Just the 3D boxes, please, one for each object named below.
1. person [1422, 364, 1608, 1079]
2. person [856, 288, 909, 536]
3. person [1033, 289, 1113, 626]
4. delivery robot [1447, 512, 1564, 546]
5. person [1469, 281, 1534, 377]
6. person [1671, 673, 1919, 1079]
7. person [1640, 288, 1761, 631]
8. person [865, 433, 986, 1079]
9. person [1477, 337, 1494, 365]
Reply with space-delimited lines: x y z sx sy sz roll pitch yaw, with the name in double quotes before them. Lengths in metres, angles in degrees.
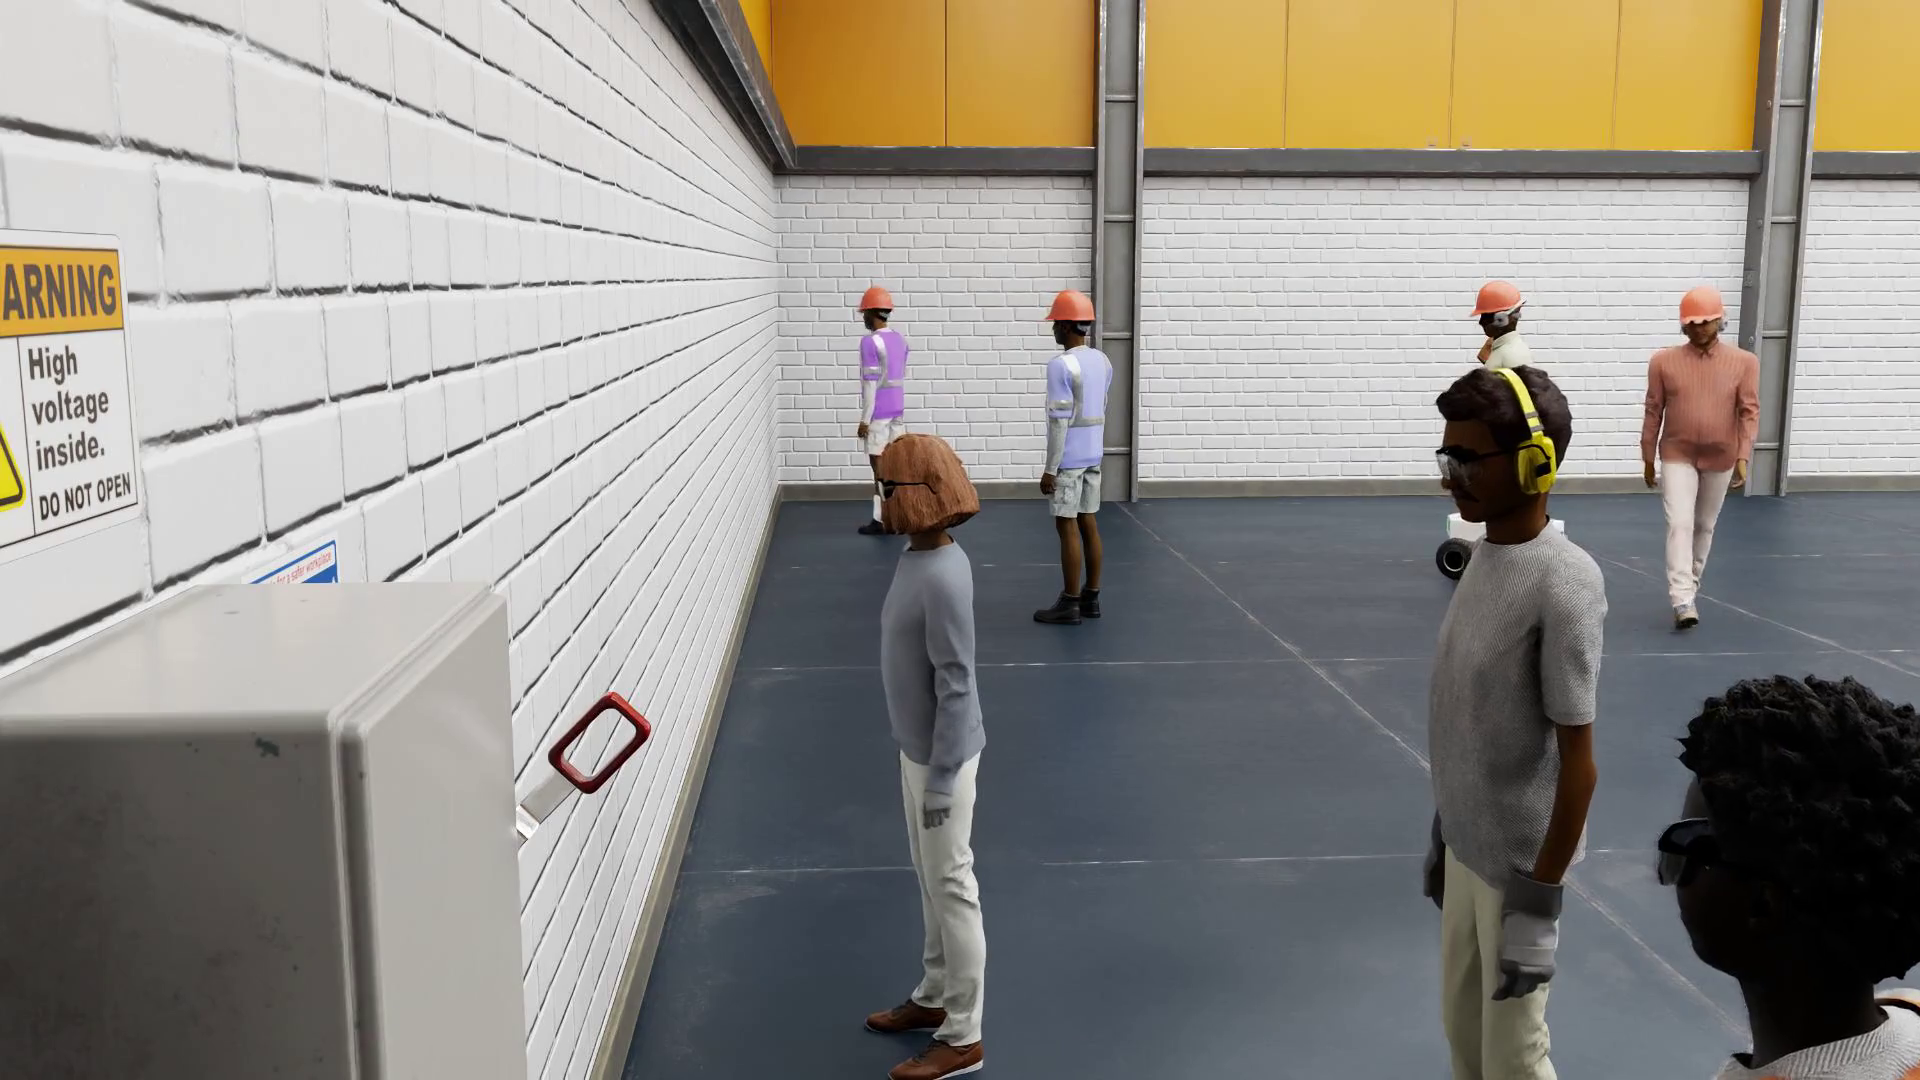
"person" 0.985 0.607 3.107 0.329 1.865 0.508 -1 9 -4
"person" -0.659 -0.993 13.036 0.482 1.921 0.557 5 10 30
"person" 0.646 -0.475 9.653 0.349 1.942 0.545 6 11 35
"delivery robot" 3.608 -0.047 11.008 0.707 0.478 0.477 8 12 40
"person" 3.171 -0.523 9.816 0.391 1.986 0.609 2 9 11
"person" 0.706 0.954 1.445 0.537 1.696 0.321 -8 12 -41
"person" 4.219 -0.452 9.490 0.603 1.933 0.998 3 9 17
"person" -0.083 0.546 4.202 0.285 1.633 0.501 -2 9 -10
"person" 3.668 -0.611 11.468 0.278 1.631 0.507 4 10 26
